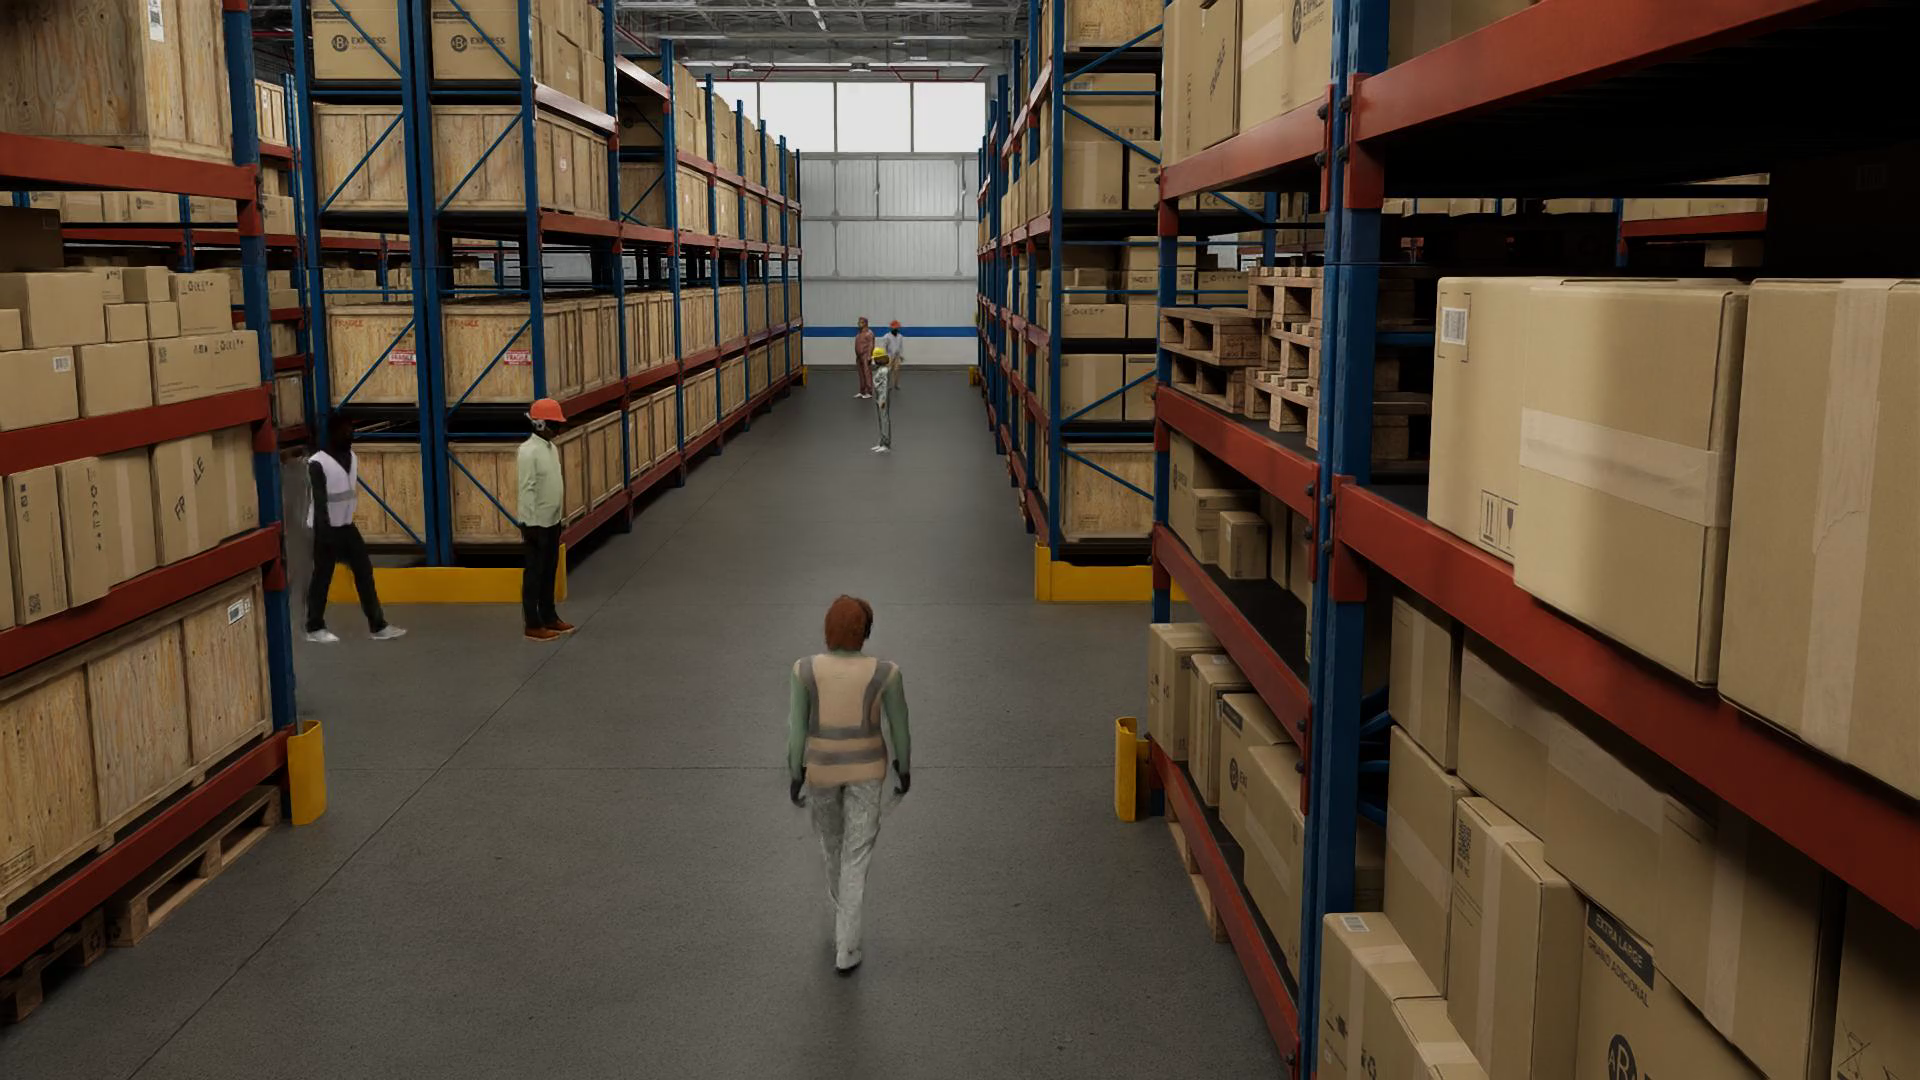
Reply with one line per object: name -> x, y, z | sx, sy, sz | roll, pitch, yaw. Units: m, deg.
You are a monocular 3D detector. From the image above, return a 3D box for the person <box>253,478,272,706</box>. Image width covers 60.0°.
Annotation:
person -> -4.968, 0.236, 11.466 | 0.739, 1.885, 0.652 | 3, 10, 19

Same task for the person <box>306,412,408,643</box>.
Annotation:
person -> -4.933, -0.081, 13.411 | 0.935, 1.873, 0.618 | 2, 10, 14

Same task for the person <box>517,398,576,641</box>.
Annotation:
person -> -3.405, -0.163, 13.629 | 0.408, 1.986, 0.636 | 1, 9, 9

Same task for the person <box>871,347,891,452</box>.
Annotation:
person -> -1.317, -2.329, 27.626 | 0.303, 1.740, 0.485 | -2, 10, -15

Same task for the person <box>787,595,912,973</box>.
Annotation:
person -> -0.484, 1.043, 7.405 | 0.535, 1.588, 0.874 | 1, 9, 9

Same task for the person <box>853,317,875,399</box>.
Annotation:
person -> -2.267, -4.272, 39.030 | 0.407, 1.909, 0.639 | -6, 11, -33

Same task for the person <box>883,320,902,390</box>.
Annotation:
person -> -1.673, -4.634, 41.712 | 0.572, 1.748, 0.342 | -7, 12, -39

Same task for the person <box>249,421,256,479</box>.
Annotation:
person -> -7.276, -0.526, 16.915 | 0.532, 1.612, 0.522 | -4, 10, -22
